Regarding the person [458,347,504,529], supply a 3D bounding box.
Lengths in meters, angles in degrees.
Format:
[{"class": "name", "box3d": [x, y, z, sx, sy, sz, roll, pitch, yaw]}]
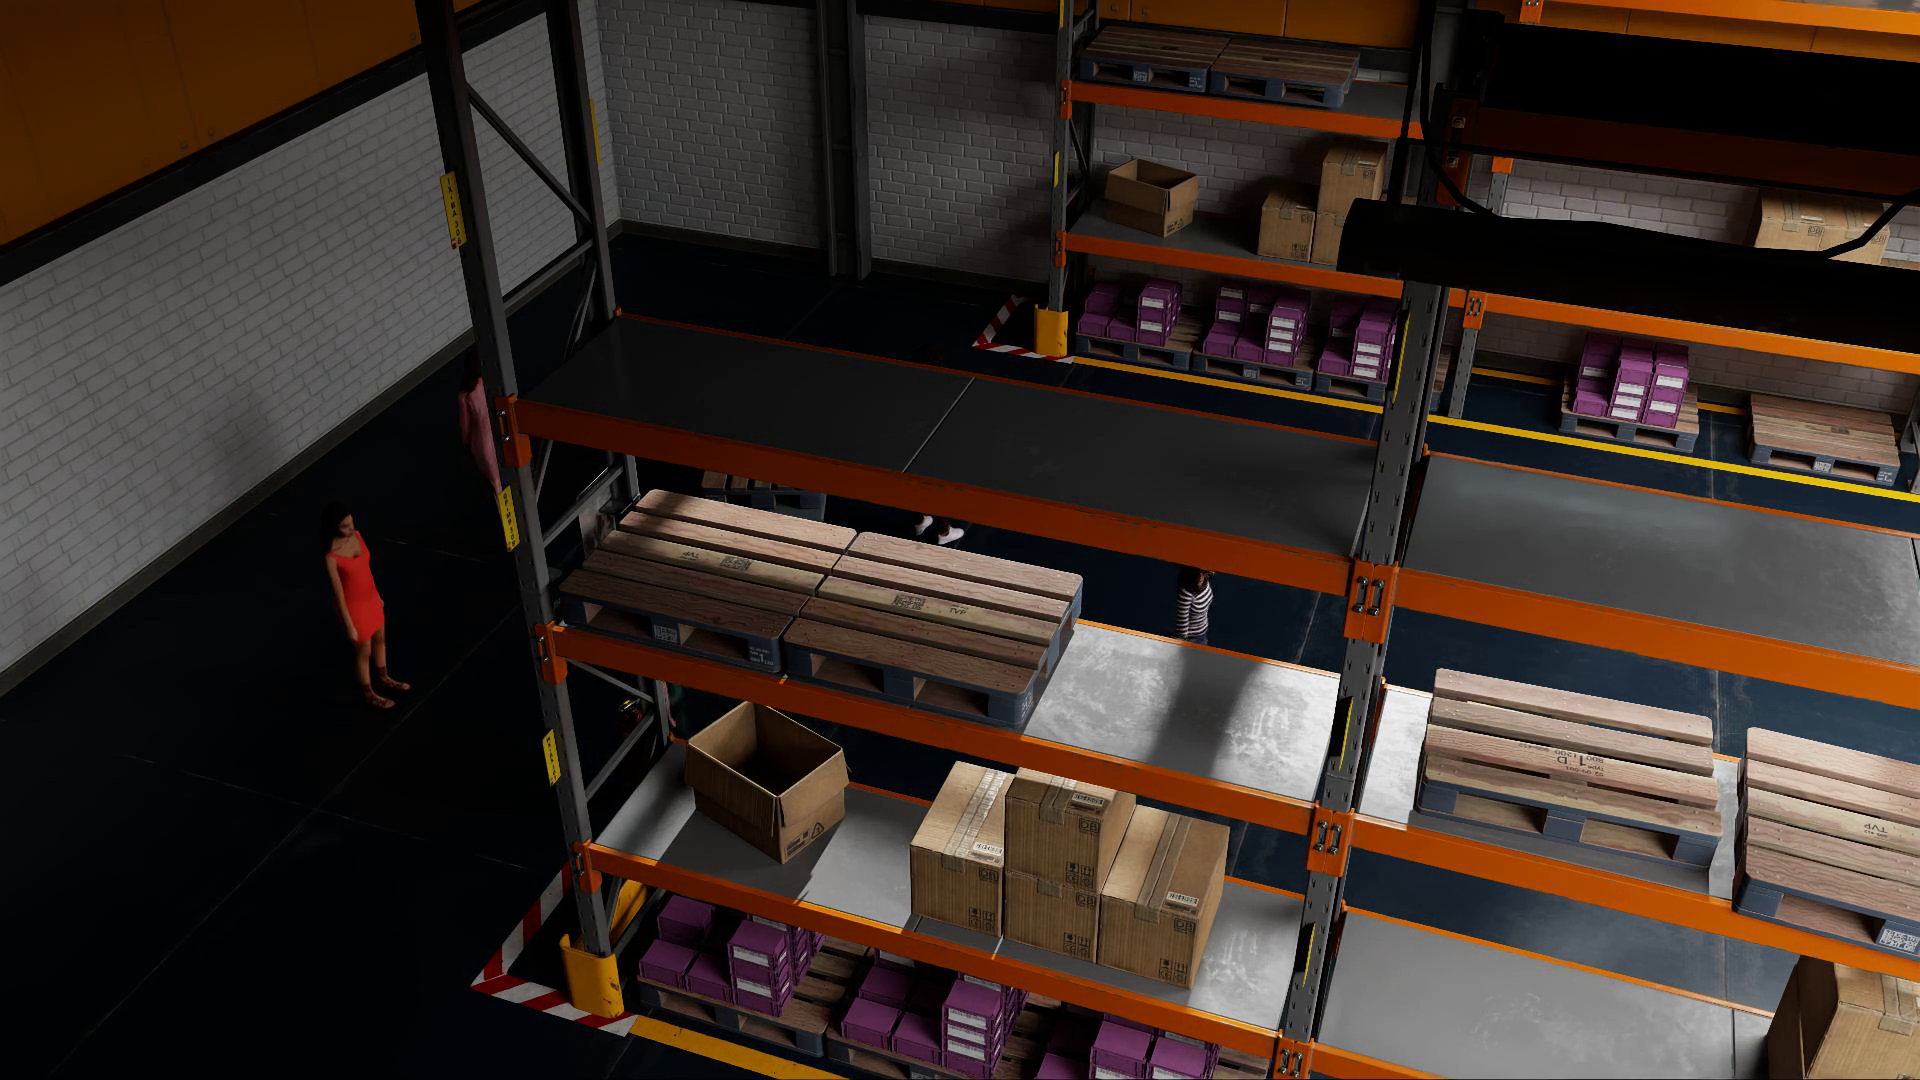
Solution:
[{"class": "person", "box3d": [-3.766, -0.678, 13.496, 1.032, 1.772, 1.026, -8, 34, -12]}]

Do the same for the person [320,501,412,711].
[{"class": "person", "box3d": [-4.292, 0.460, 11.833, 0.589, 1.718, 0.630, 6, 34, 8]}]

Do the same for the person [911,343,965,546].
[{"class": "person", "box3d": [-0.239, -0.794, 13.661, 0.611, 1.784, 0.751, 23, 40, 30]}]
